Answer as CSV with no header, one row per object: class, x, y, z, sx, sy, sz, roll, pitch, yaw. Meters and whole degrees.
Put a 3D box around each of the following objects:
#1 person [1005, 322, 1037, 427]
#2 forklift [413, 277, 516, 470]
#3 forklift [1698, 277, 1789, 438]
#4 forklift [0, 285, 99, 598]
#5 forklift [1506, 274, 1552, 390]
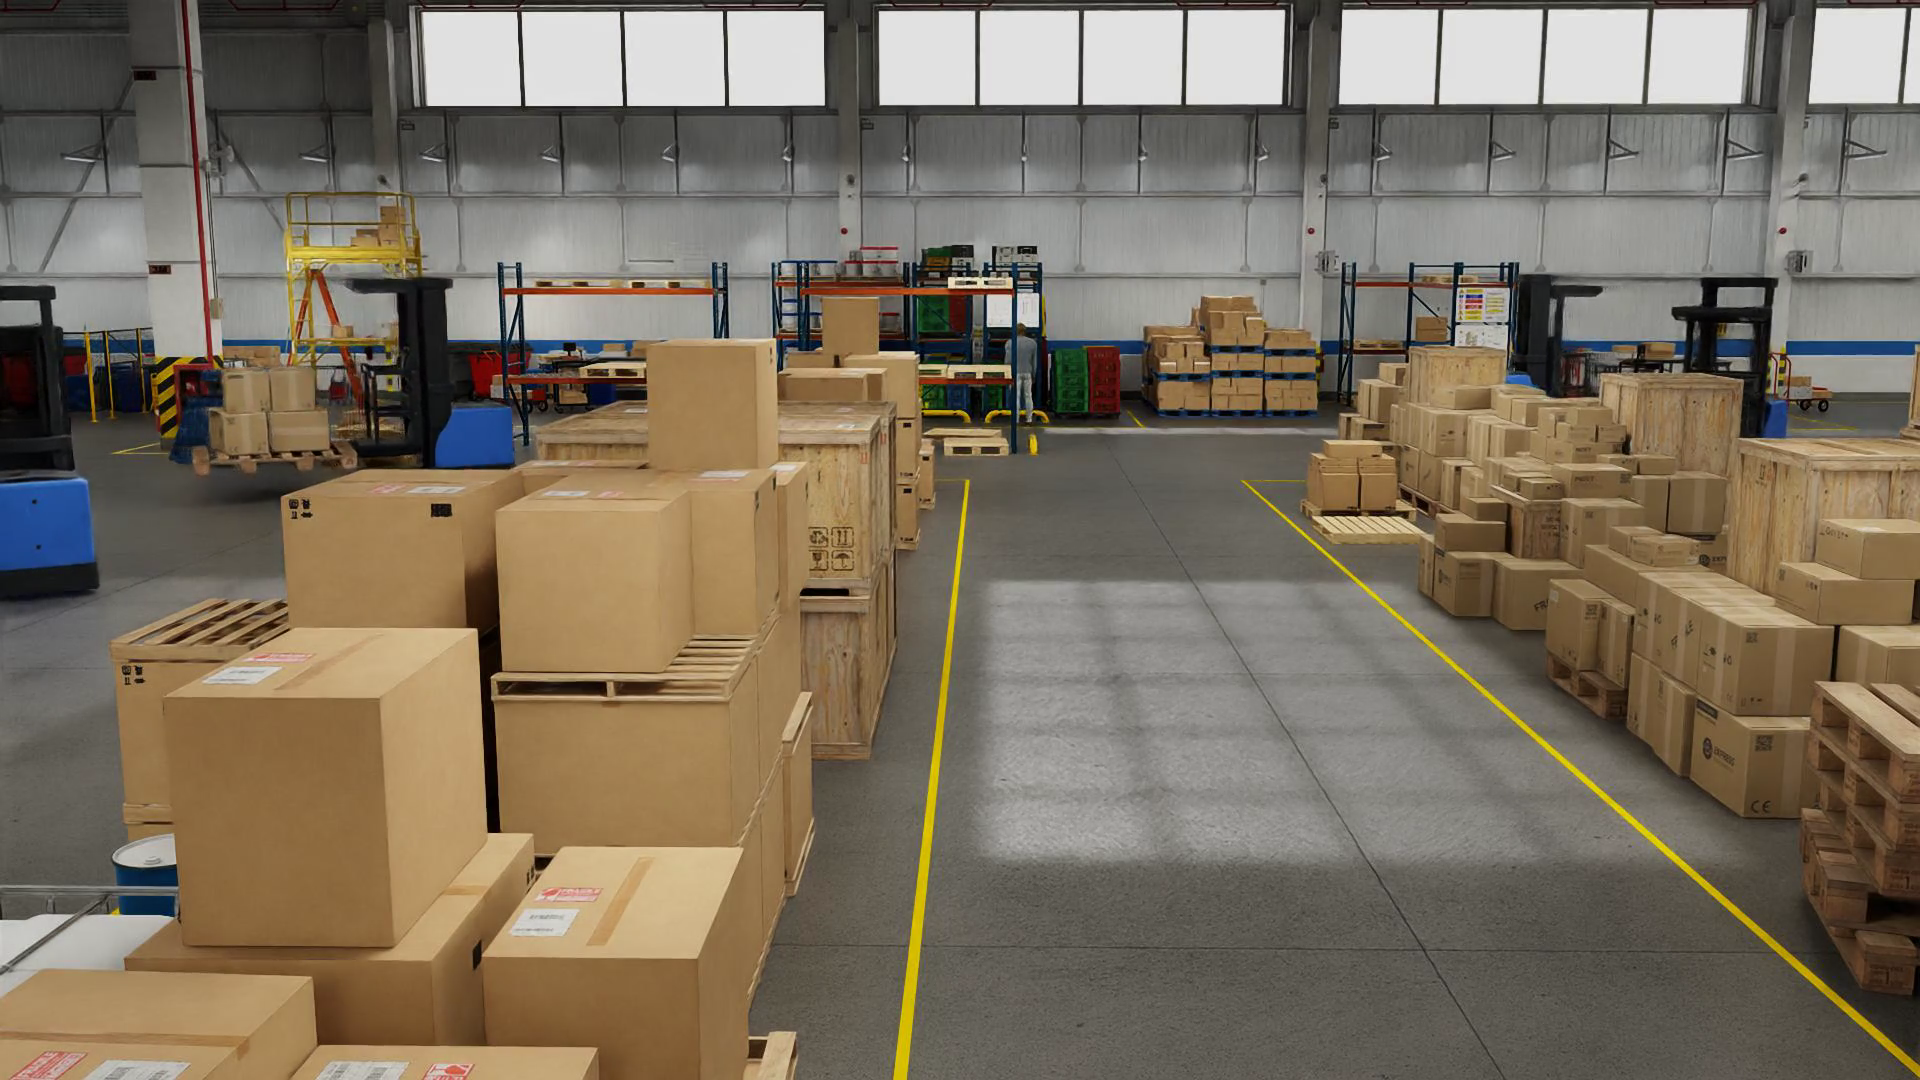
person,1.113,-3.039,30.664,0.629,1.937,0.378,-3,10,-18
forklift,-7.090,-2.146,22.490,1.873,2.768,1.129,-4,10,-25
forklift,10.820,-2.278,23.280,1.129,2.768,1.873,9,13,42
forklift,-8.788,-0.960,15.384,1.129,2.768,1.873,-7,12,-34
forklift,10.029,-3.284,29.305,1.873,2.768,1.129,0,9,1
